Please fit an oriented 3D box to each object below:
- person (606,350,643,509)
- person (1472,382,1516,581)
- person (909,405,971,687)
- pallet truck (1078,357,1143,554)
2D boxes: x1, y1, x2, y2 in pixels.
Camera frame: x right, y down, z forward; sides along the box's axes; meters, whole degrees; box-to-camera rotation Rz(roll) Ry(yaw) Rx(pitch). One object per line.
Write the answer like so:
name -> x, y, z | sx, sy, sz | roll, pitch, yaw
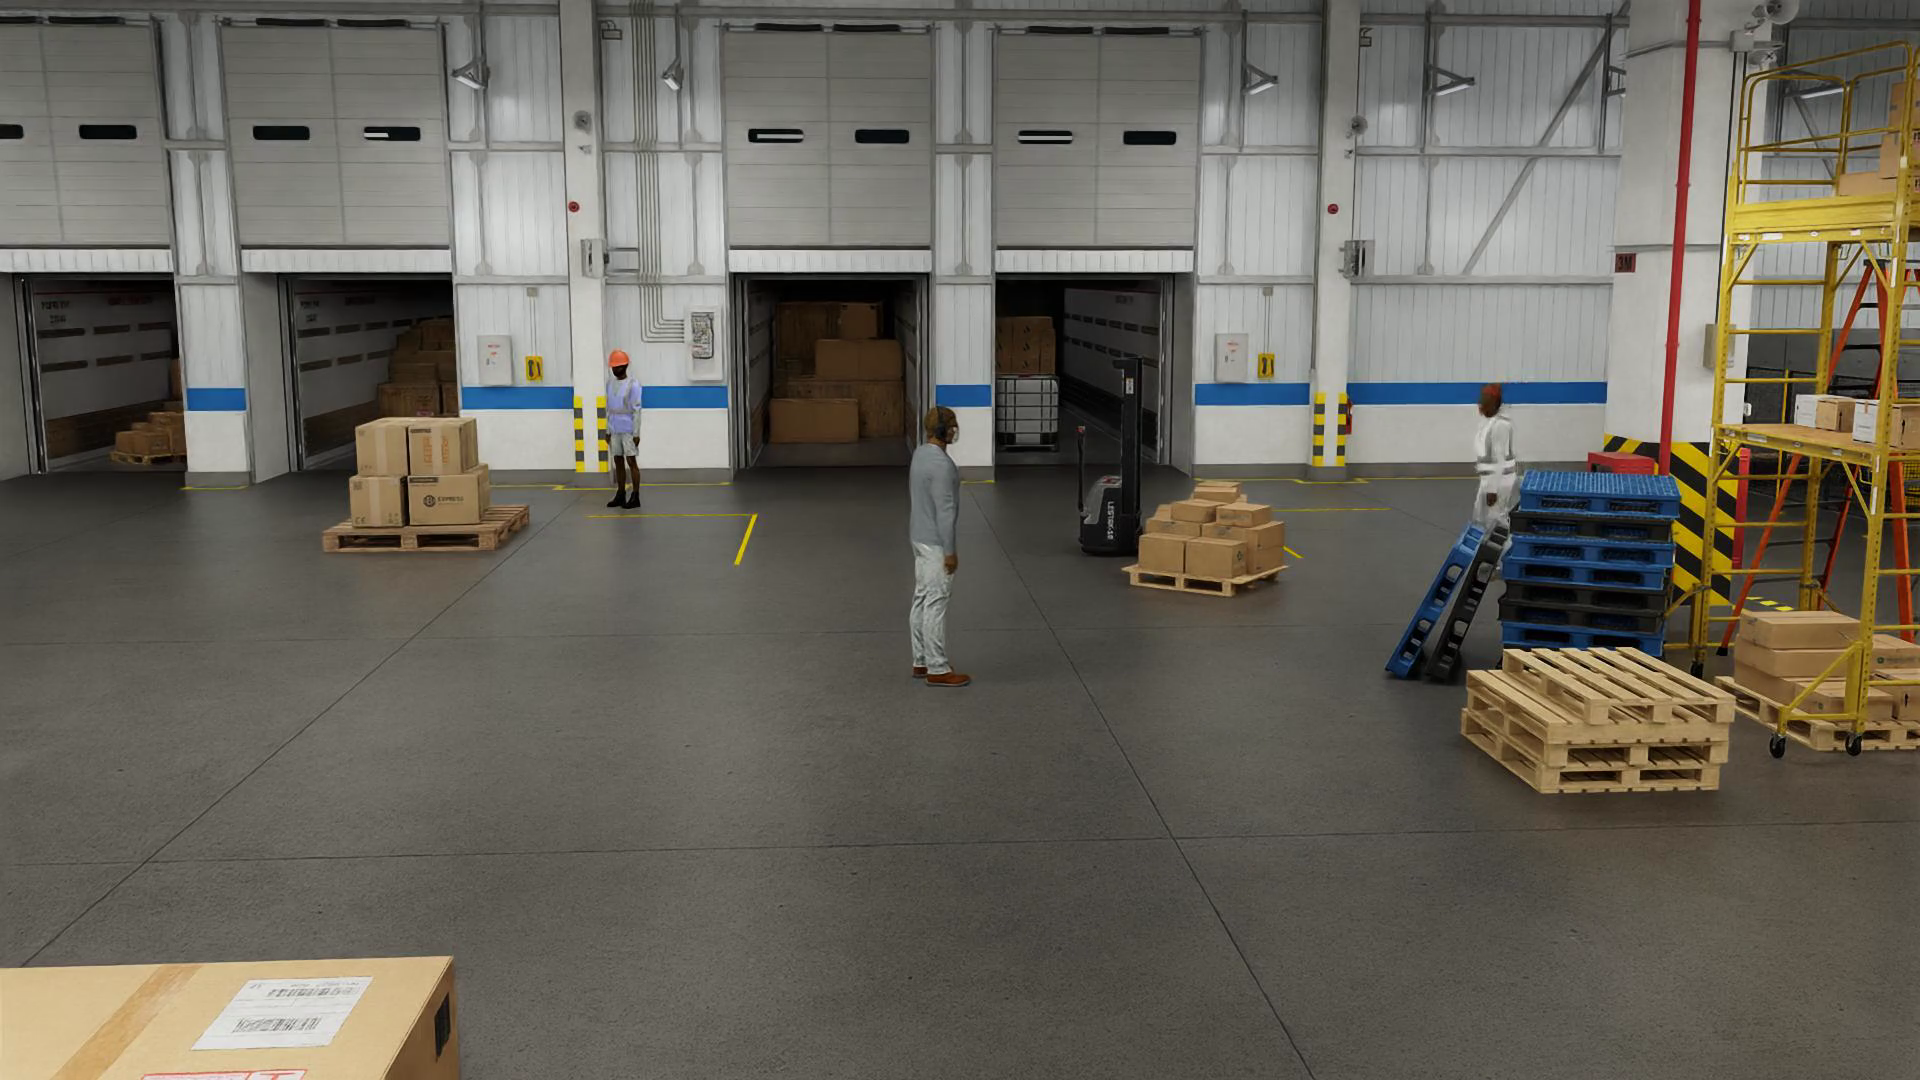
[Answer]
person -> -4.092, -1.338, 20.143 | 0.543, 1.929, 0.385 | 6, 11, 33
person -> 4.924, -0.524, 15.250 | 0.499, 1.848, 0.598 | 0, 9, 0
person -> -0.163, 0.037, 11.461 | 0.375, 1.940, 0.627 | -3, 10, -18
pallet truck -> 2.088, -0.836, 16.757 | 1.885, 1.965, 0.823 | 2, 9, 13
